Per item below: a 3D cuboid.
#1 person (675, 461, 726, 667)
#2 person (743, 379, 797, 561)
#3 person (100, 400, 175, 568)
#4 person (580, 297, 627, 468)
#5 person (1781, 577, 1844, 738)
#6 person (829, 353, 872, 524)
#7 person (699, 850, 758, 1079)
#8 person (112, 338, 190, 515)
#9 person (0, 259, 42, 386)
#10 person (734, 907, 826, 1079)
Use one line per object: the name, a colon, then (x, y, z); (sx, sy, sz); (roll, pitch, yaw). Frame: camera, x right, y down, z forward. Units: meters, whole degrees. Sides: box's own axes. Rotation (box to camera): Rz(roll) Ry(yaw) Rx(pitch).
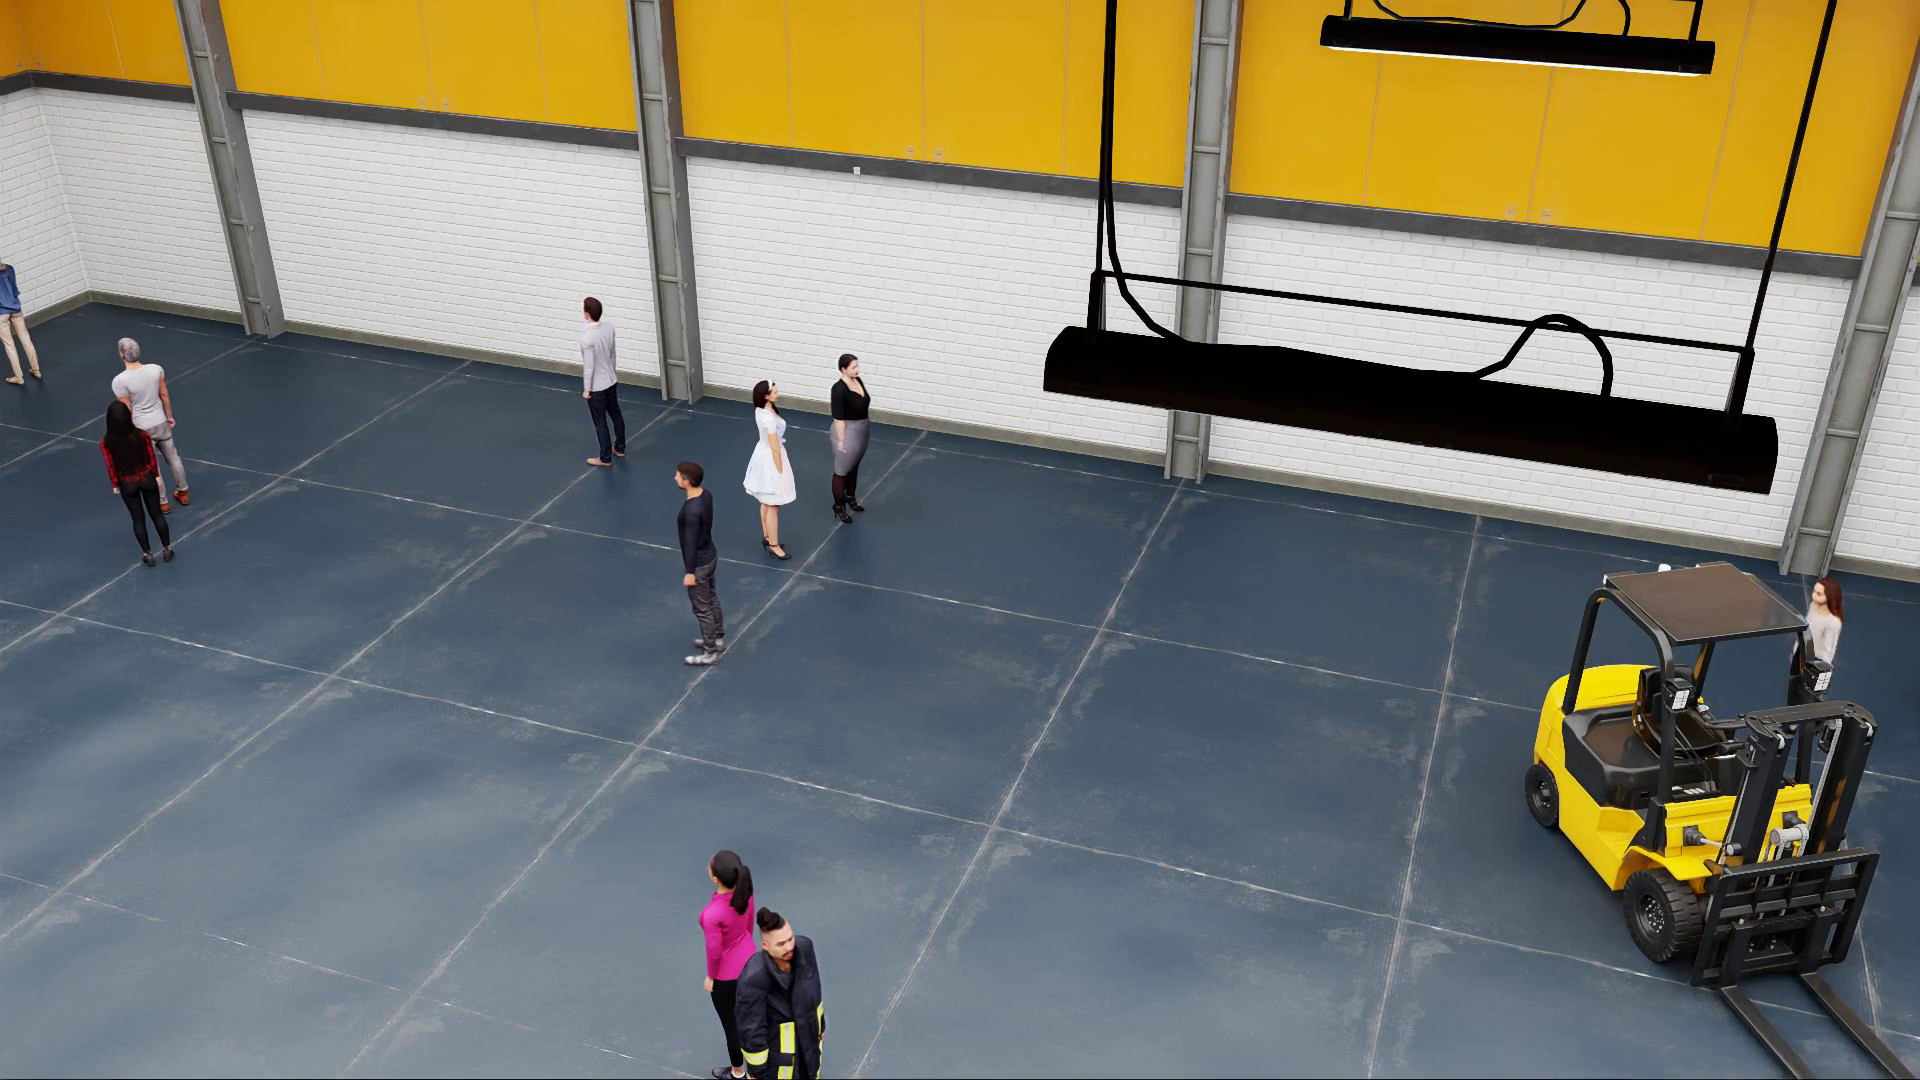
person: (-2.196, 0.189, 14.110); (0.617, 1.867, 0.671); (3, 29, 6)
person: (-1.792, -0.669, 15.742); (0.912, 1.811, 0.858); (-10, 30, -17)
person: (-7.739, -0.533, 15.654); (0.665, 1.657, 0.689); (-19, 34, -30)
person: (-3.789, -1.682, 17.555); (0.593, 1.853, 0.690); (13, 31, 22)
person: (6.795, 0.942, 13.140); (0.821, 1.474, 0.714); (-3, 29, -5)
person: (-1.107, -1.034, 16.467); (0.615, 1.758, 0.671); (11, 31, 20)
person: (-1.348, 2.548, 9.961); (0.621, 1.699, 0.622); (16, 32, 27)
person: (-8.088, -1.141, 16.590); (0.625, 1.828, 0.738); (17, 33, 28)
person: (-11.199, -2.668, 19.525); (0.597, 1.697, 0.642); (14, 32, 24)
person: (-0.989, 2.799, 9.332); (0.822, 1.860, 0.843); (22, 35, 34)
